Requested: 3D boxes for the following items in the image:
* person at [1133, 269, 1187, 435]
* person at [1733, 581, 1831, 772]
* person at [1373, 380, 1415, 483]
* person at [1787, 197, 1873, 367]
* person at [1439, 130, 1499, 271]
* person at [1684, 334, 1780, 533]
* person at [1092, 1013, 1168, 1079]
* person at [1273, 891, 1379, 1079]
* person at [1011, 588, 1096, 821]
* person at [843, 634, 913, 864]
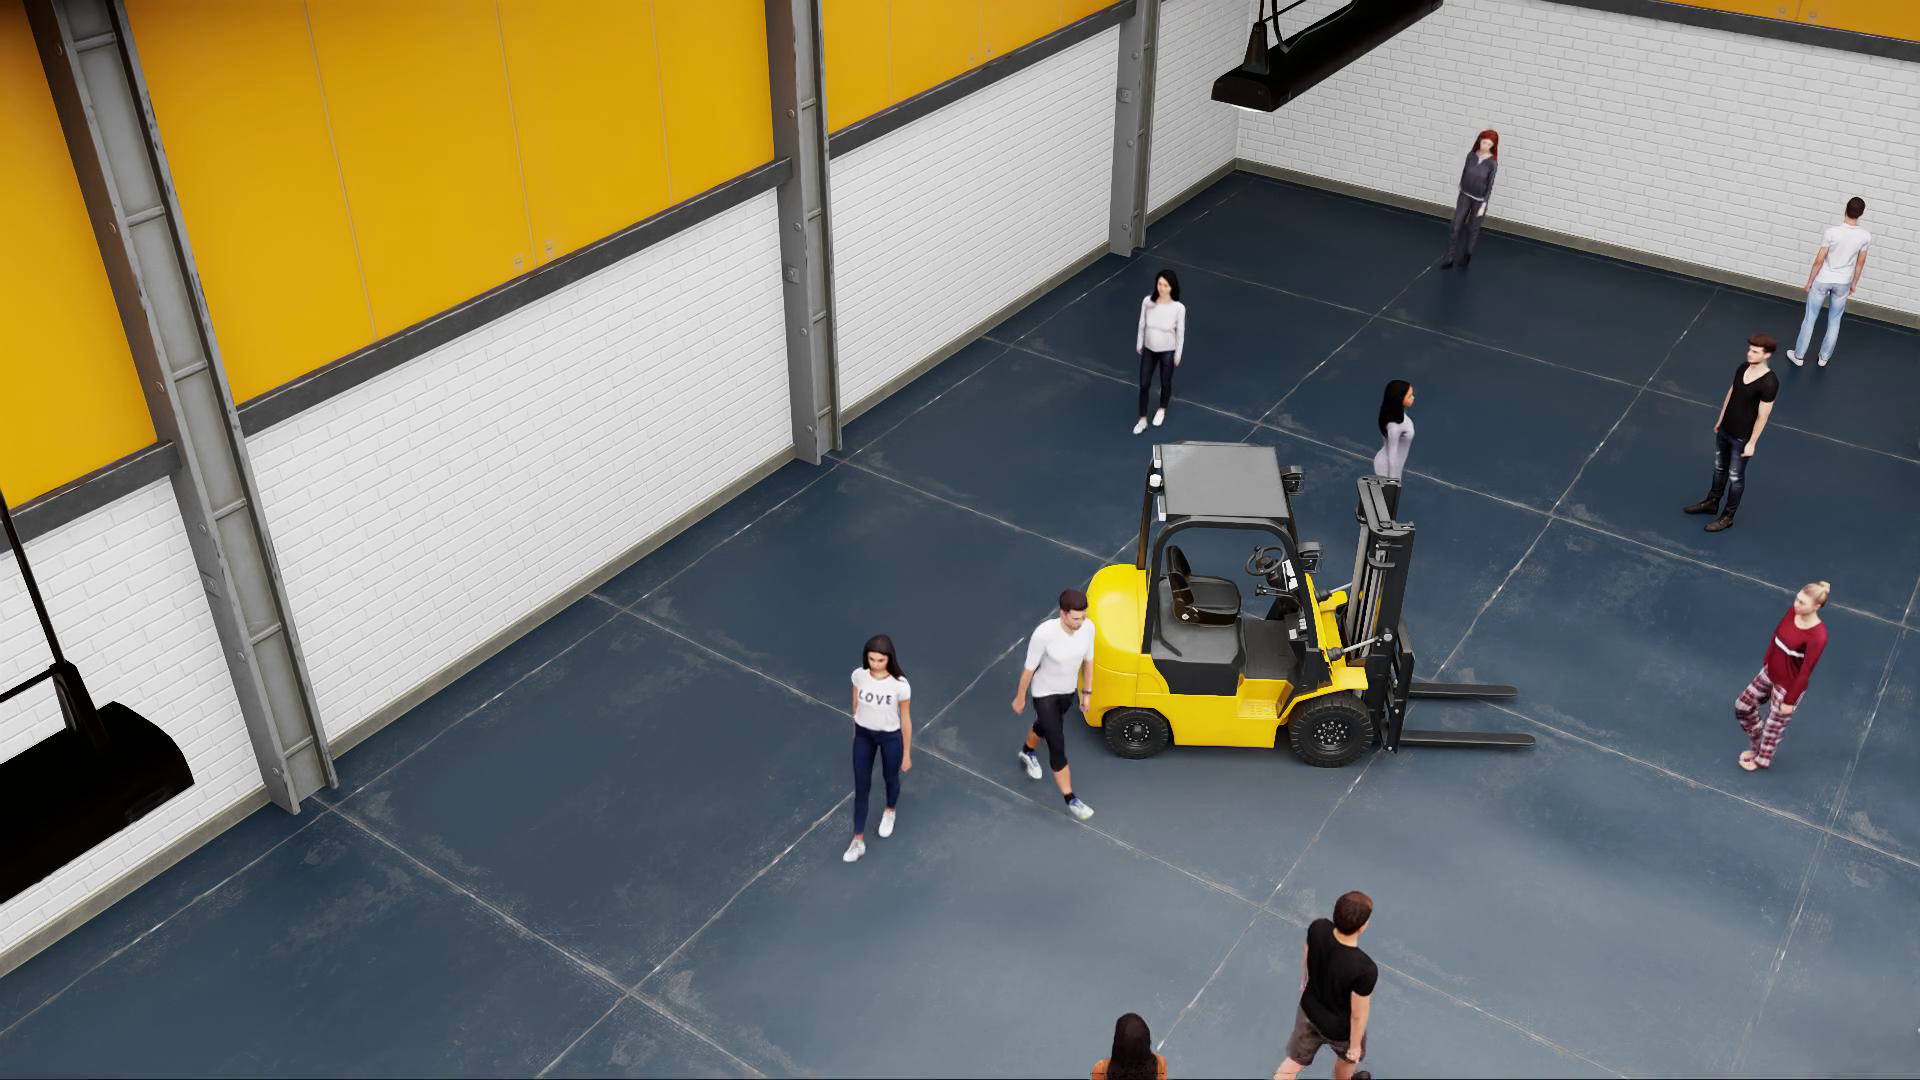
[{"bbox_3d":[2.007,-1.911,16.407,0.739,1.687,0.855,12,36,18],"label":"person"},{"bbox_3d":[6.023,0.998,12.024,0.802,1.694,0.748,-6,34,-9],"label":"person"},{"bbox_3d":[3.687,-0.600,14.392,0.741,1.735,0.611,5,34,8],"label":"person"},{"bbox_3d":[9.151,-2.705,17.453,0.730,1.851,0.705,5,34,7],"label":"person"},{"bbox_3d":[6.020,-3.983,19.471,0.809,1.746,0.678,-22,40,-30],"label":"person"},{"bbox_3d":[6.950,-0.974,14.808,0.808,1.896,0.759,-7,34,-10],"label":"person"},{"bbox_3d":[0.894,3.190,8.767,1.017,1.648,1.139,-3,34,-5],"label":"person"},{"bbox_3d":[2.008,2.696,9.342,1.264,1.835,0.922,-24,40,-31],"label":"person"},{"bbox_3d":[0.630,1.037,11.873,1.278,1.797,1.125,-17,37,-23],"label":"person"},{"bbox_3d":[-0.521,1.332,11.461,0.801,1.760,0.993,10,35,14],"label":"person"}]
